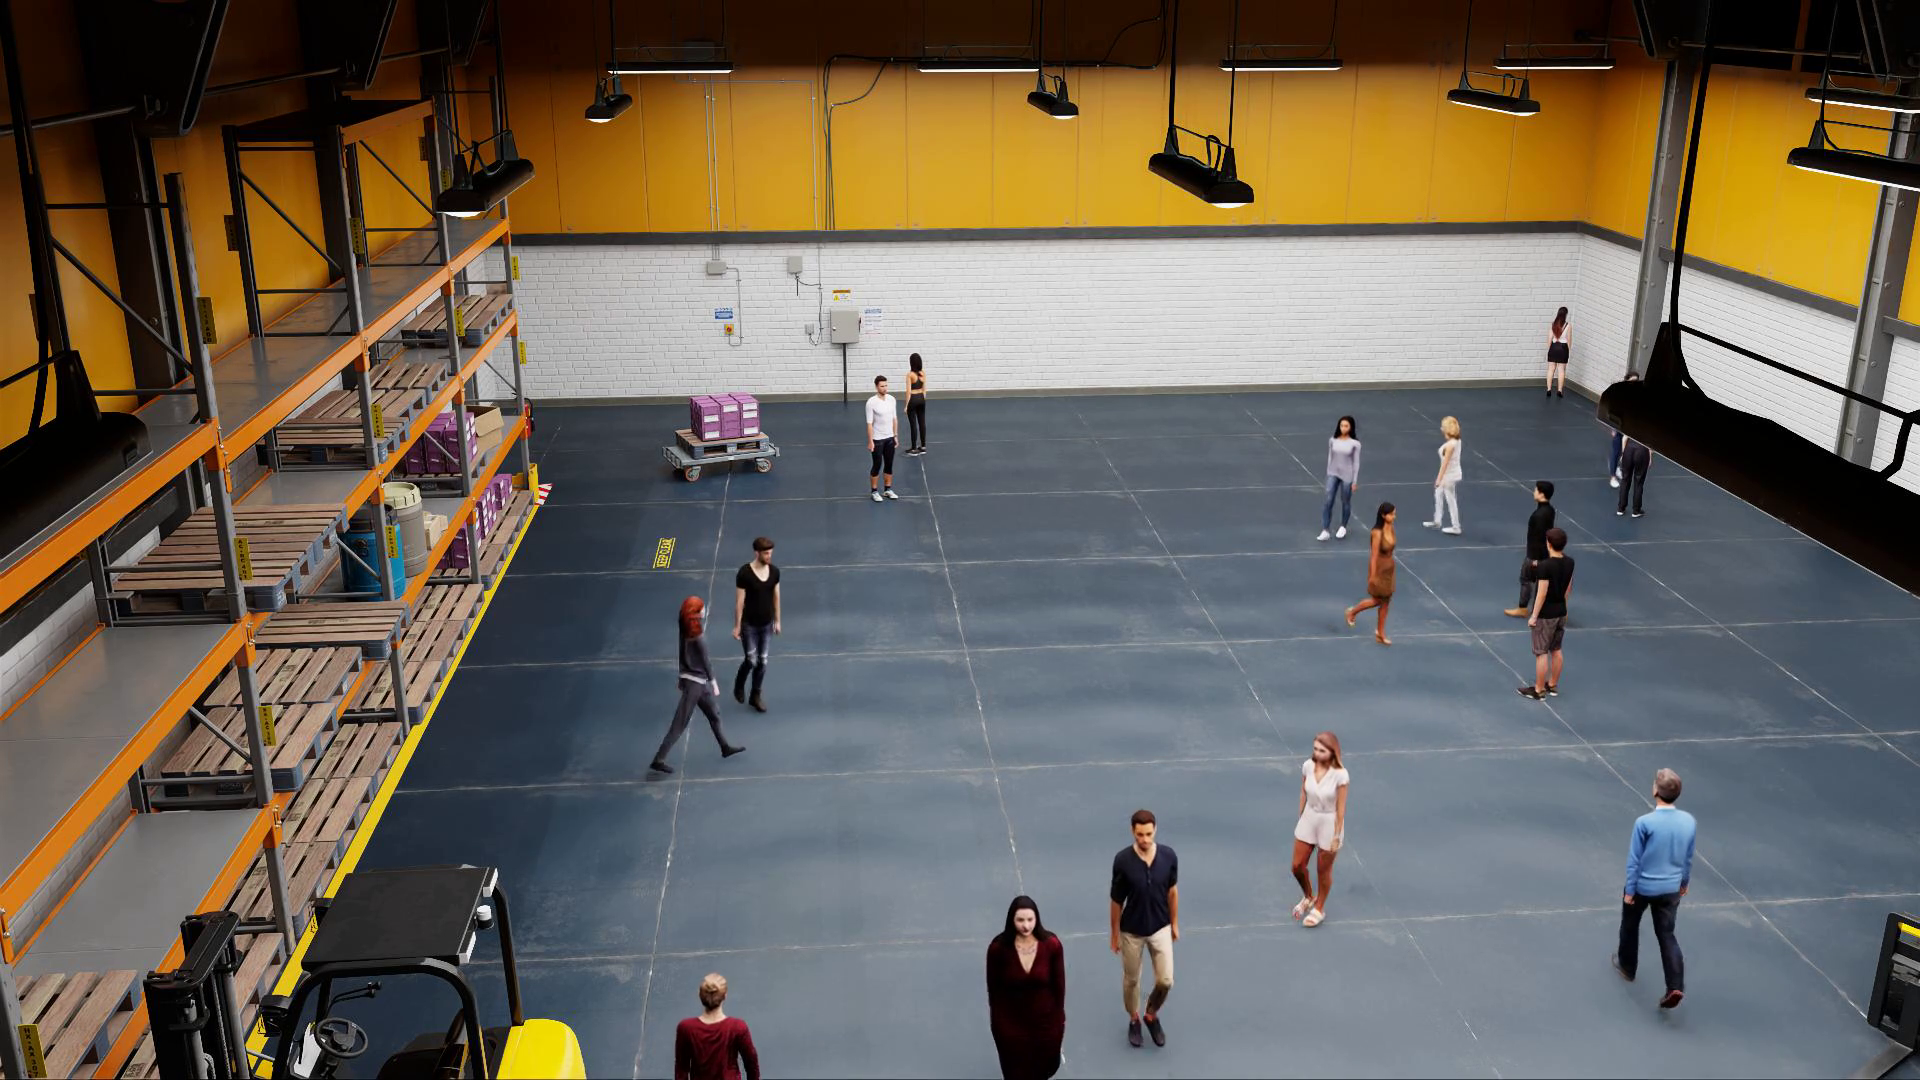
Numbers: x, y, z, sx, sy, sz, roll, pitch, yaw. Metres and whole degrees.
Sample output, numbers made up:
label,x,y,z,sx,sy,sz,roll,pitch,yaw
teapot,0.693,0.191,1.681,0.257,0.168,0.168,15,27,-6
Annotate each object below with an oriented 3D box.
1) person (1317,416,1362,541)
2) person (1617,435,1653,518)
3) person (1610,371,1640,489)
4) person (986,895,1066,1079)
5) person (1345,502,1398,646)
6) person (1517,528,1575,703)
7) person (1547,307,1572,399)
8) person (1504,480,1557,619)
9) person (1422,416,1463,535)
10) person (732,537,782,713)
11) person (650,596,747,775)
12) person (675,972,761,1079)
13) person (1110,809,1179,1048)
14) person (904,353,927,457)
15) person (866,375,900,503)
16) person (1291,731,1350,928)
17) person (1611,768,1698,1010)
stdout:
label,x,y,z,sx,sy,sz,roll,pitch,yaw
person,5.200,-0.851,22.484,0.947,1.710,1.038,12,22,31
person,9.527,-1.199,23.461,0.657,1.747,0.715,14,23,36
person,9.872,-1.673,24.837,0.601,1.768,0.630,-1,19,-3
person,0.426,3.056,10.829,0.663,1.746,0.828,-1,19,-3
person,4.725,0.365,18.928,0.918,1.676,0.839,17,25,41
person,6.184,0.771,17.432,0.767,1.861,0.739,-11,22,-30
person,10.850,-3.405,30.165,0.632,1.650,0.663,10,21,27
person,6.857,0.136,19.557,1.017,1.710,0.977,12,22,33
person,6.746,-0.854,22.596,0.875,1.645,0.846,9,21,26
person,-2.147,0.839,17.212,0.888,1.873,0.942,-10,21,-28
person,-2.591,1.419,15.717,0.979,1.728,1.213,-10,21,-27
person,-1.471,3.397,9.937,0.708,1.668,0.987,0,19,1
person,1.283,2.698,11.746,0.647,1.839,0.602,-2,19,-5
person,-0.696,-2.174,26.518,0.629,1.644,0.647,-14,23,-35
person,-1.130,-1.493,24.177,0.740,1.848,0.749,-13,23,-34
person,2.931,2.270,13.256,0.698,1.686,0.756,14,23,36
person,5.146,2.568,12.203,0.660,1.794,1.078,-1,19,-4
